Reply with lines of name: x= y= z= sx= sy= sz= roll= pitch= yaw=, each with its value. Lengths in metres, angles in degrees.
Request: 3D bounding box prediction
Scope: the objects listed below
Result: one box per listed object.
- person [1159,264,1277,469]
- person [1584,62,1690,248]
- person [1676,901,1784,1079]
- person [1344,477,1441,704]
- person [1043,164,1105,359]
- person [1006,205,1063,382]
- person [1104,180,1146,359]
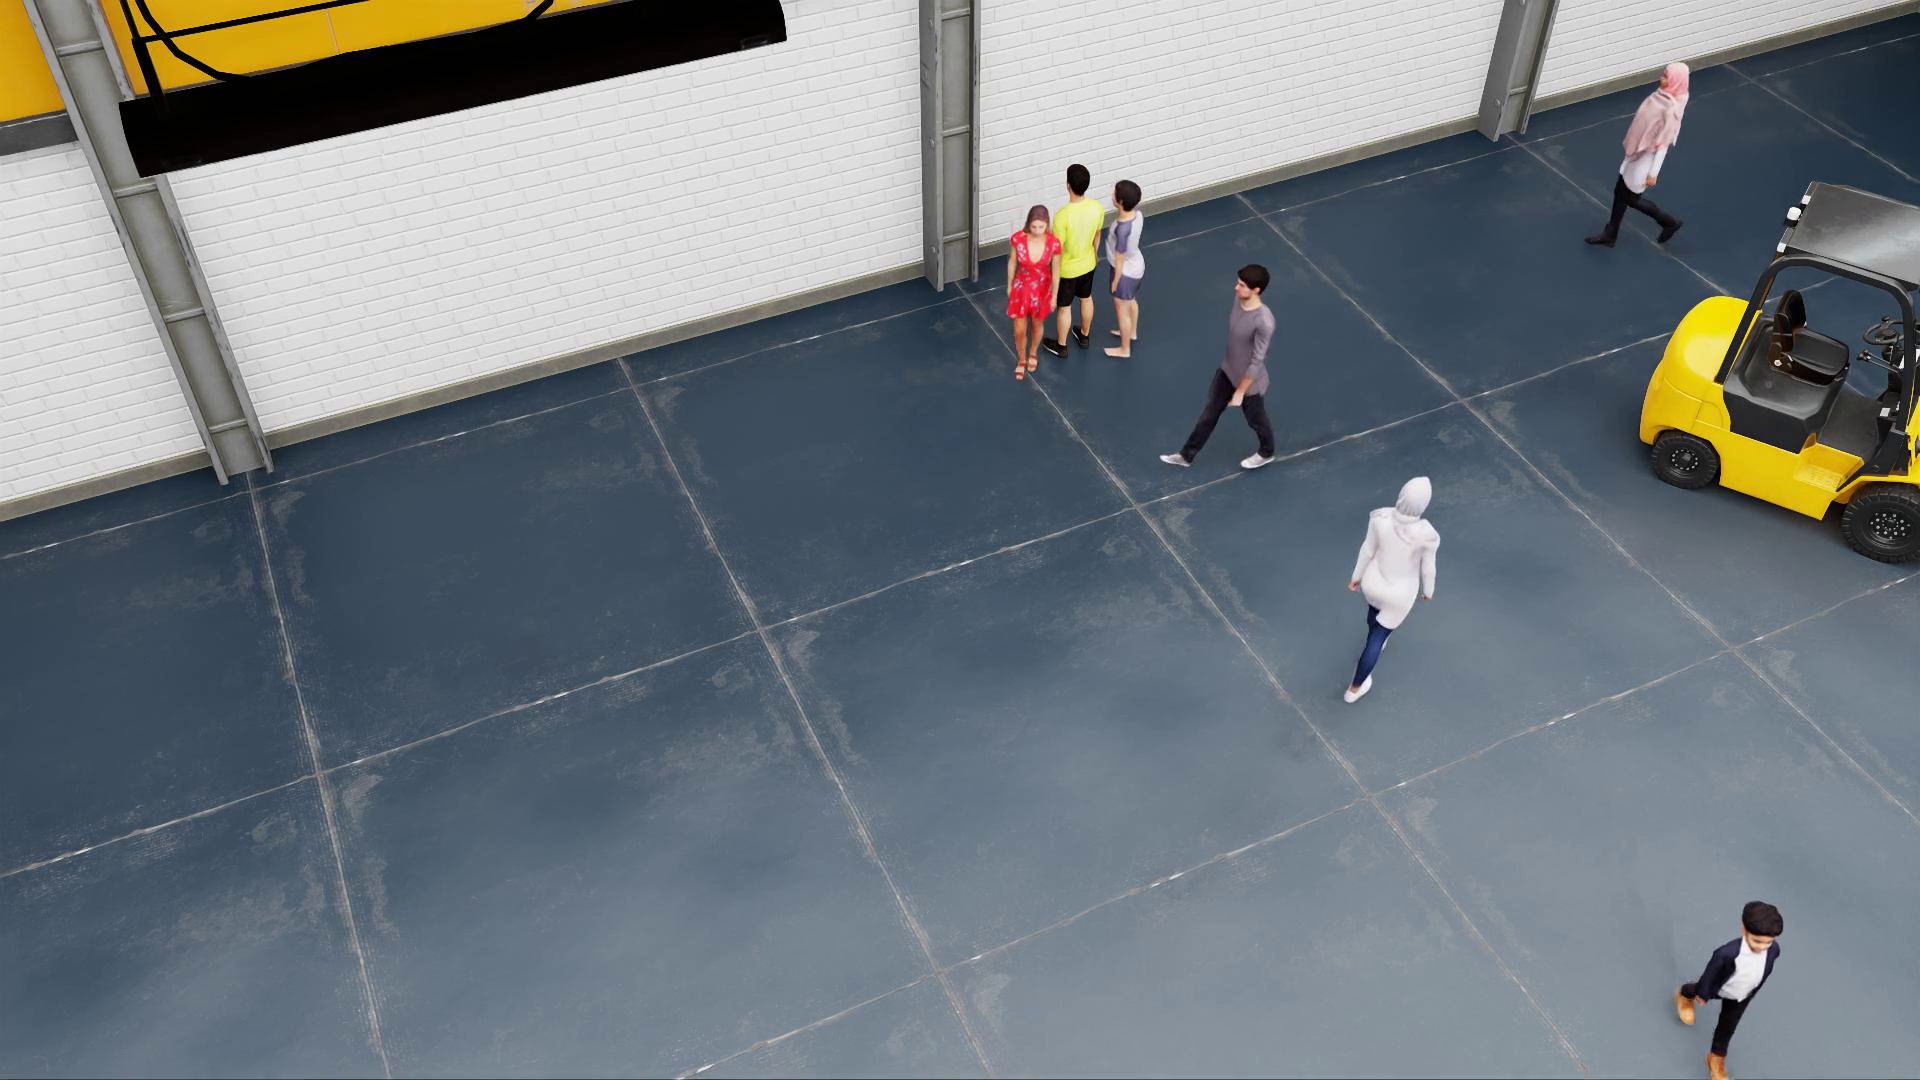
person: x=2.165 y=-1.219 z=12.196 sx=1.121 sy=1.808 sz=0.698 roll=-16 pitch=46 yaw=-16
person: x=6.007 y=-3.279 z=14.374 sx=1.102 sy=1.786 sz=0.953 roll=6 pitch=44 yaw=6
person: x=4.111 y=2.315 z=8.928 sx=0.853 sy=1.200 sz=0.790 roll=0 pitch=44 yaw=0
person: x=2.678 y=0.367 z=10.578 sx=0.919 sy=1.744 sz=1.115 roll=29 pitch=50 yaw=27
person: x=0.925 y=-2.238 z=13.338 sx=0.501 sy=1.709 sz=0.697 roll=-22 pitch=48 yaw=-22
person: x=0.589 y=-2.032 z=13.218 sx=0.730 sy=1.577 sz=0.786 roll=5 pitch=44 yaw=5
person: x=1.344 y=-2.189 z=13.396 sx=0.725 sy=1.558 sz=0.663 roll=14 pitch=45 yaw=14
